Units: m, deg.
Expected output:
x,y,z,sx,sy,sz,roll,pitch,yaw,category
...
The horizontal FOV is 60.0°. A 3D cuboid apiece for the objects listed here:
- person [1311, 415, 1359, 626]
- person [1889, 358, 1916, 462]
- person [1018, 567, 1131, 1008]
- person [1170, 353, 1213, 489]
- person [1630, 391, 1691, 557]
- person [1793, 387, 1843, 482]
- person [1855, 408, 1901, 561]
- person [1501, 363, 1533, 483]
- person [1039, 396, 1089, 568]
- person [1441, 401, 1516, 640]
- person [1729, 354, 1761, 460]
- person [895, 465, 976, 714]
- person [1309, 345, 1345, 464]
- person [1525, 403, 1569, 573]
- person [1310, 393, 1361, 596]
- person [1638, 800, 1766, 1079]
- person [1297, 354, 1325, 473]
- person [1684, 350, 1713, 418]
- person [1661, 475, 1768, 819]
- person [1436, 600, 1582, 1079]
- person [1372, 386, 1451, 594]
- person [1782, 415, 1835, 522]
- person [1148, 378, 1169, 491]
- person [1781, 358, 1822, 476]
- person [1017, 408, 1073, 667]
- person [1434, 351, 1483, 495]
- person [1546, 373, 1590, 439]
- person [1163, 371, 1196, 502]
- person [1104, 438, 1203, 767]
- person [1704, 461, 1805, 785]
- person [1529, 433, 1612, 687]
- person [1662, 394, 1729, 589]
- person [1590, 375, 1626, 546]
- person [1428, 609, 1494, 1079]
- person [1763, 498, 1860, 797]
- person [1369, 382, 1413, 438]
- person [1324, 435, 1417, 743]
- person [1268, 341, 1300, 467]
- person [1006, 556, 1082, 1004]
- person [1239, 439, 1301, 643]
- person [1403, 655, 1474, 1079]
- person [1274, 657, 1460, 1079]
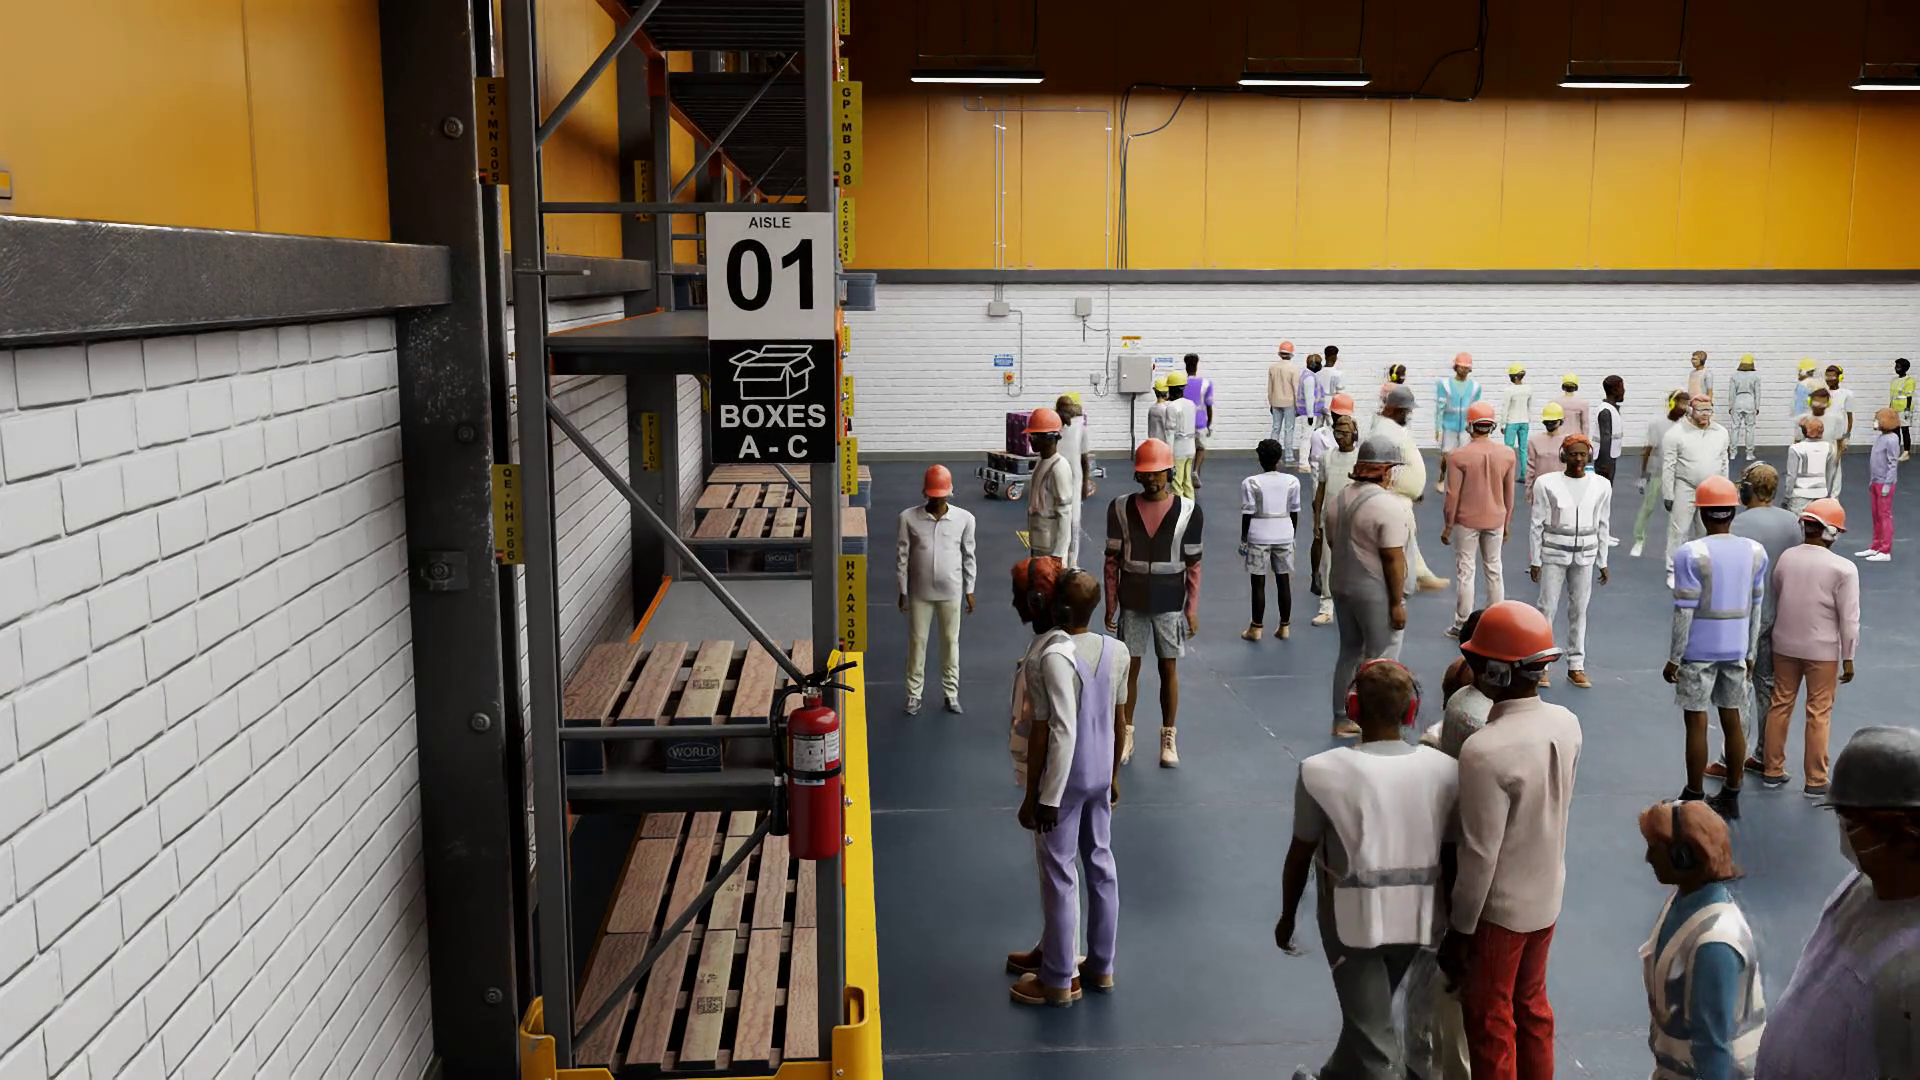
x,y,z,sx,sy,sz,roll,pitch,yaw,category
3.290,-0.155,14.299,0.513,1.845,0.335,6,11,31,person
15.378,-2.128,27.186,0.322,1.691,0.533,-1,9,-4,person
0.466,1.019,6.927,0.507,1.847,0.345,-6,11,-34,person
3.233,-1.639,23.256,0.619,1.954,0.481,2,9,11,person
7.521,-0.674,17.647,0.652,1.811,0.937,-1,9,-9,person
9.420,-0.778,18.332,0.511,1.804,0.853,5,11,31,person
9.813,-0.593,17.718,0.281,1.632,0.504,2,9,10,person
8.098,-1.694,24.238,0.525,1.760,0.332,-3,10,-20,person
1.031,-0.540,16.785,0.519,1.817,0.716,1,9,6,person
4.291,-0.152,13.810,0.612,1.996,0.389,-1,9,-8,person
12.930,-2.194,27.421,0.484,1.745,0.298,6,11,33,person
-0.168,0.341,11.499,0.561,1.743,0.342,0,9,-3,person
5.716,-2.056,25.905,0.606,1.957,0.385,8,12,41,person
5.970,-0.512,16.823,0.518,1.757,0.339,6,11,33,person
3.579,-0.436,15.802,0.542,1.931,0.375,-4,10,-21,person
2.026,1.508,4.547,0.447,1.611,0.608,2,9,10,person
5.396,-1.945,25.595,0.430,1.835,0.628,2,9,10,person
11.753,-2.097,26.498,0.328,1.844,0.513,-2,9,-14,person
4.162,0.607,9.249,0.548,1.931,0.381,-2,9,-11,person
1.776,1.181,5.442,0.612,1.995,0.376,-9,13,-44,person
4.211,-0.507,15.900,0.991,2.000,0.693,4,10,22,person
8.480,-0.425,16.642,0.511,1.640,0.308,-2,9,-12,person
2.502,-1.125,20.642,0.312,1.768,0.522,-3,10,-20,person
12.647,-1.802,24.765,0.598,1.815,0.671,-7,12,-38,person
0.642,0.022,12.571,0.377,2.041,0.616,-2,9,-13,person
6.662,-1.523,22.314,0.633,2.029,0.581,1,9,4,person
7.913,-1.290,21.678,0.533,1.766,0.316,4,10,23,person
2.537,-1.006,19.437,0.413,1.919,0.589,6,11,35,person
1.183,0.389,10.267,0.606,2.044,0.373,2,9,11,person
4.717,0.494,9.934,0.629,1.940,0.373,-3,10,-20,person
4.485,0.153,12.253,0.573,1.883,0.355,0,9,3,person
7.101,-0.457,16.049,0.636,1.900,0.404,-1,9,-4,person
7.284,-0.900,18.744,0.379,1.919,0.597,4,10,24,person
1.877,1.161,5.962,0.328,1.872,0.513,1,9,9,person
4.983,0.622,9.743,0.348,1.739,0.573,-6,11,-34,person
5.155,-1.022,20.033,0.325,1.752,0.563,-9,12,-43,person
2.661,0.323,10.686,0.537,2.000,0.685,-4,10,-21,person
5.157,-2.156,26.391,0.374,1.997,0.614,-8,12,-42,person
0.368,0.991,6.974,0.337,1.884,0.584,0,9,0,person
2.555,0.007,13.762,0.532,1.693,0.319,-2,9,-14,person
1.888,1.227,6.271,0.523,1.638,0.310,-7,11,-37,person
1.355,1.276,5.503,0.566,1.787,1.016,-2,9,-13,person
